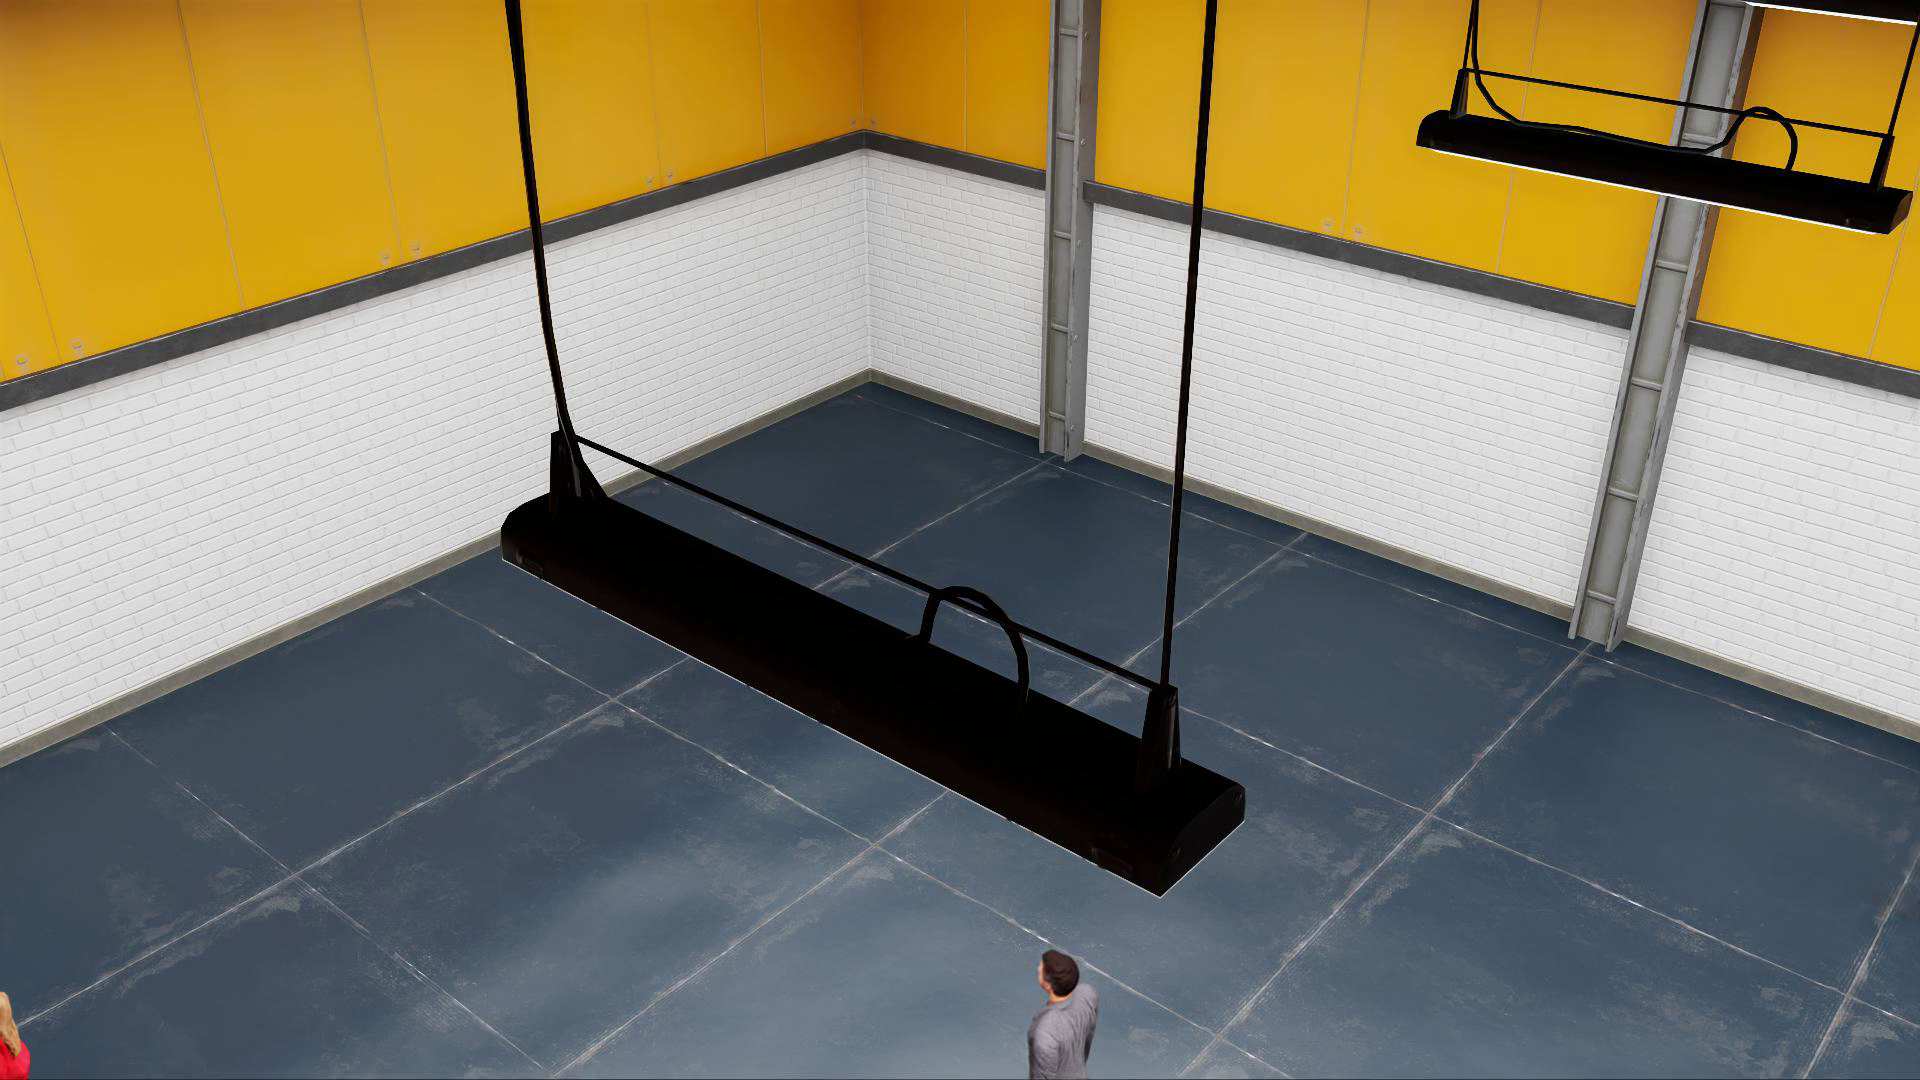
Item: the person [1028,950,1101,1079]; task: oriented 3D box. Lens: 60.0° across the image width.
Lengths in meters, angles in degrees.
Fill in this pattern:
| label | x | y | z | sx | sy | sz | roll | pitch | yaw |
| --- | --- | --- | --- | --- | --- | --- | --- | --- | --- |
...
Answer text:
| label | x | y | z | sx | sy | sz | roll | pitch | yaw |
| --- | --- | --- | --- | --- | --- | --- | --- | --- | --- |
| person | 0.538 | 2.991 | 9.109 | 0.603 | 1.874 | 0.691 | 20 | 34 | 32 |
